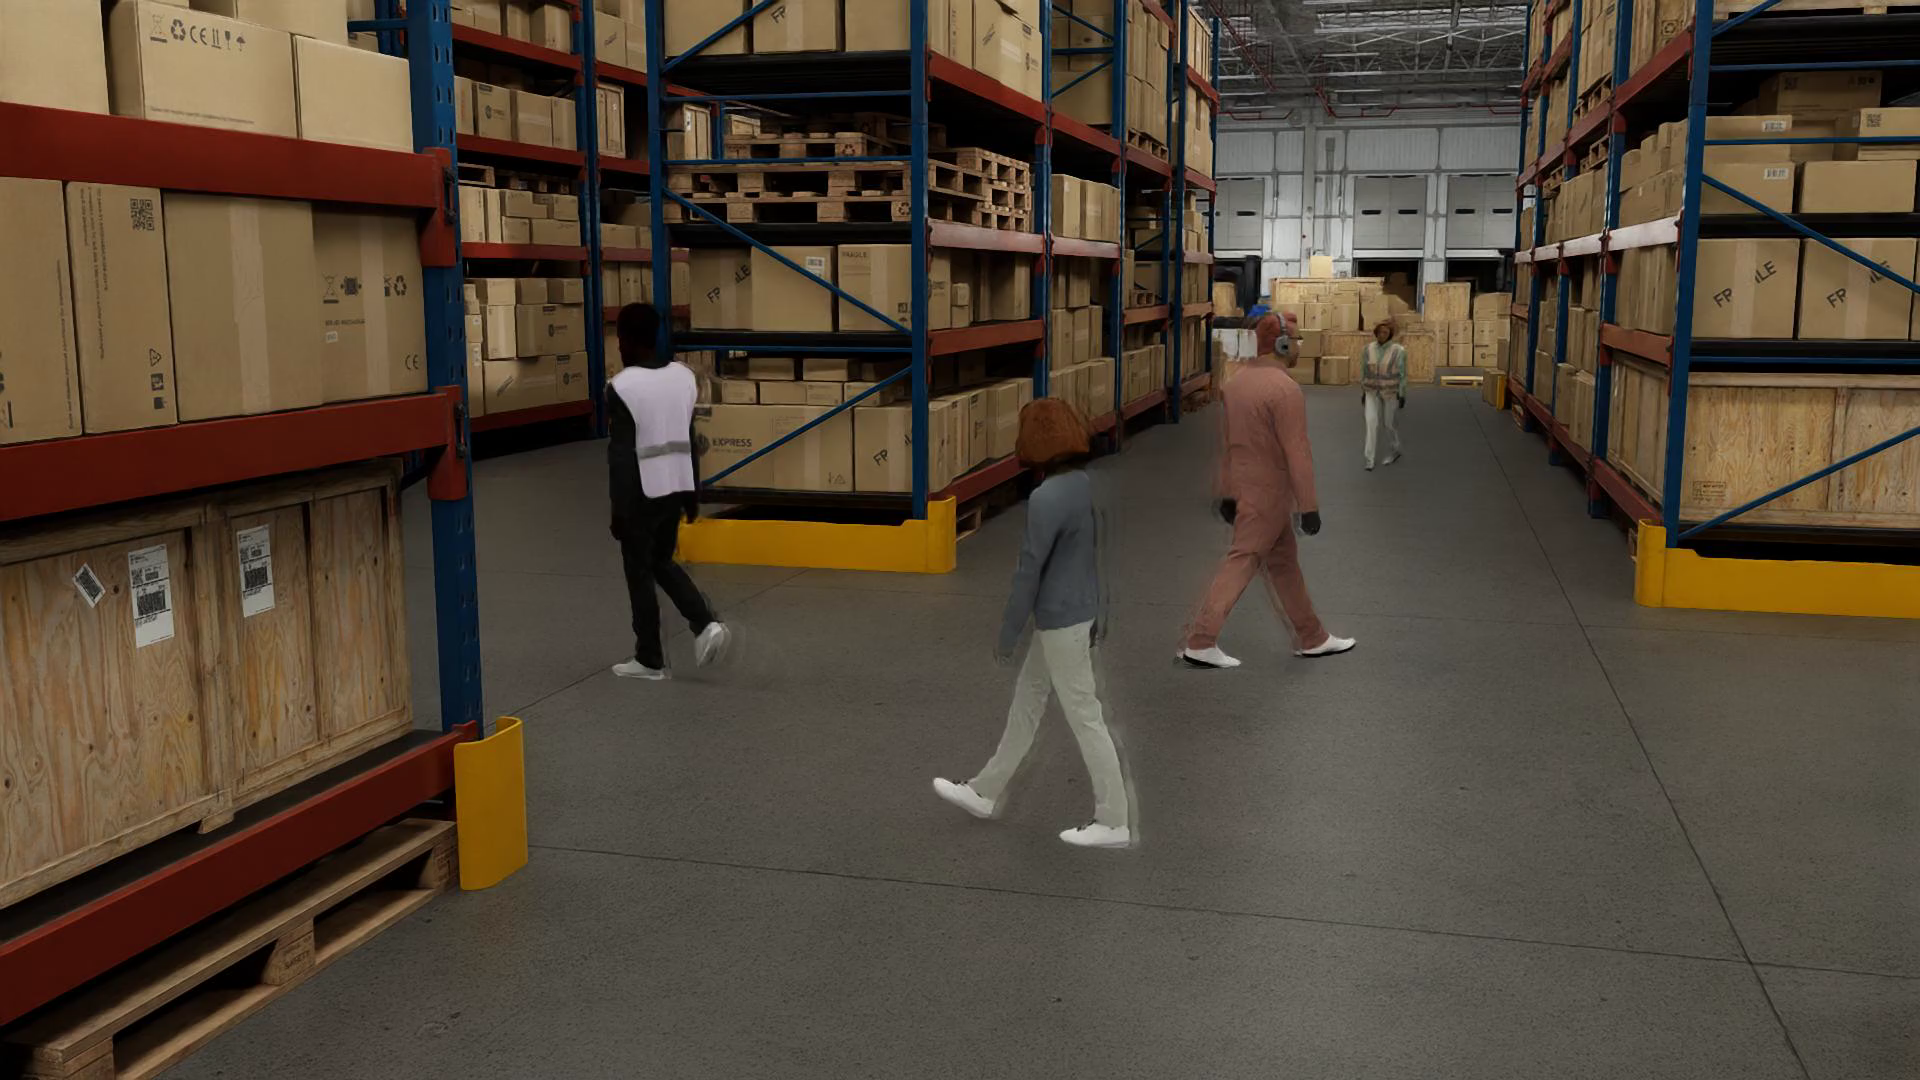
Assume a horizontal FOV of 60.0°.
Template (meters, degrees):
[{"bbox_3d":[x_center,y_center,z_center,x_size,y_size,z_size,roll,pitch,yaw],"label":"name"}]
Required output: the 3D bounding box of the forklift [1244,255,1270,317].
[{"bbox_3d":[10.125,-8.475,57.614,1.873,2.768,1.129,4,10,21],"label":"forklift"}]

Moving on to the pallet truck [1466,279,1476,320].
[{"bbox_3d":[18.896,-8.459,60.307,1.885,1.965,0.823,5,10,31],"label":"pallet truck"}]

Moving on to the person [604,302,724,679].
[{"bbox_3d":[-1.504,-0.226,8.275,0.531,1.903,0.603,5,10,31],"label":"person"}]

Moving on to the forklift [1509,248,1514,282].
[{"bbox_3d":[15.279,-6.473,44.896,1.129,2.768,1.873,6,10,31],"label":"forklift"}]

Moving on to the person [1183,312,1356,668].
[{"bbox_3d":[1.618,-0.251,8.636,1.021,1.853,0.655,-2,9,-12],"label":"person"}]

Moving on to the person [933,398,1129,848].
[{"bbox_3d":[0.251,0.295,5.936,0.818,1.589,0.526,3,9,18],"label":"person"}]

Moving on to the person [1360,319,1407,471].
[{"bbox_3d":[4.529,-1.554,17.713,0.523,1.597,0.783,6,11,32],"label":"person"}]
